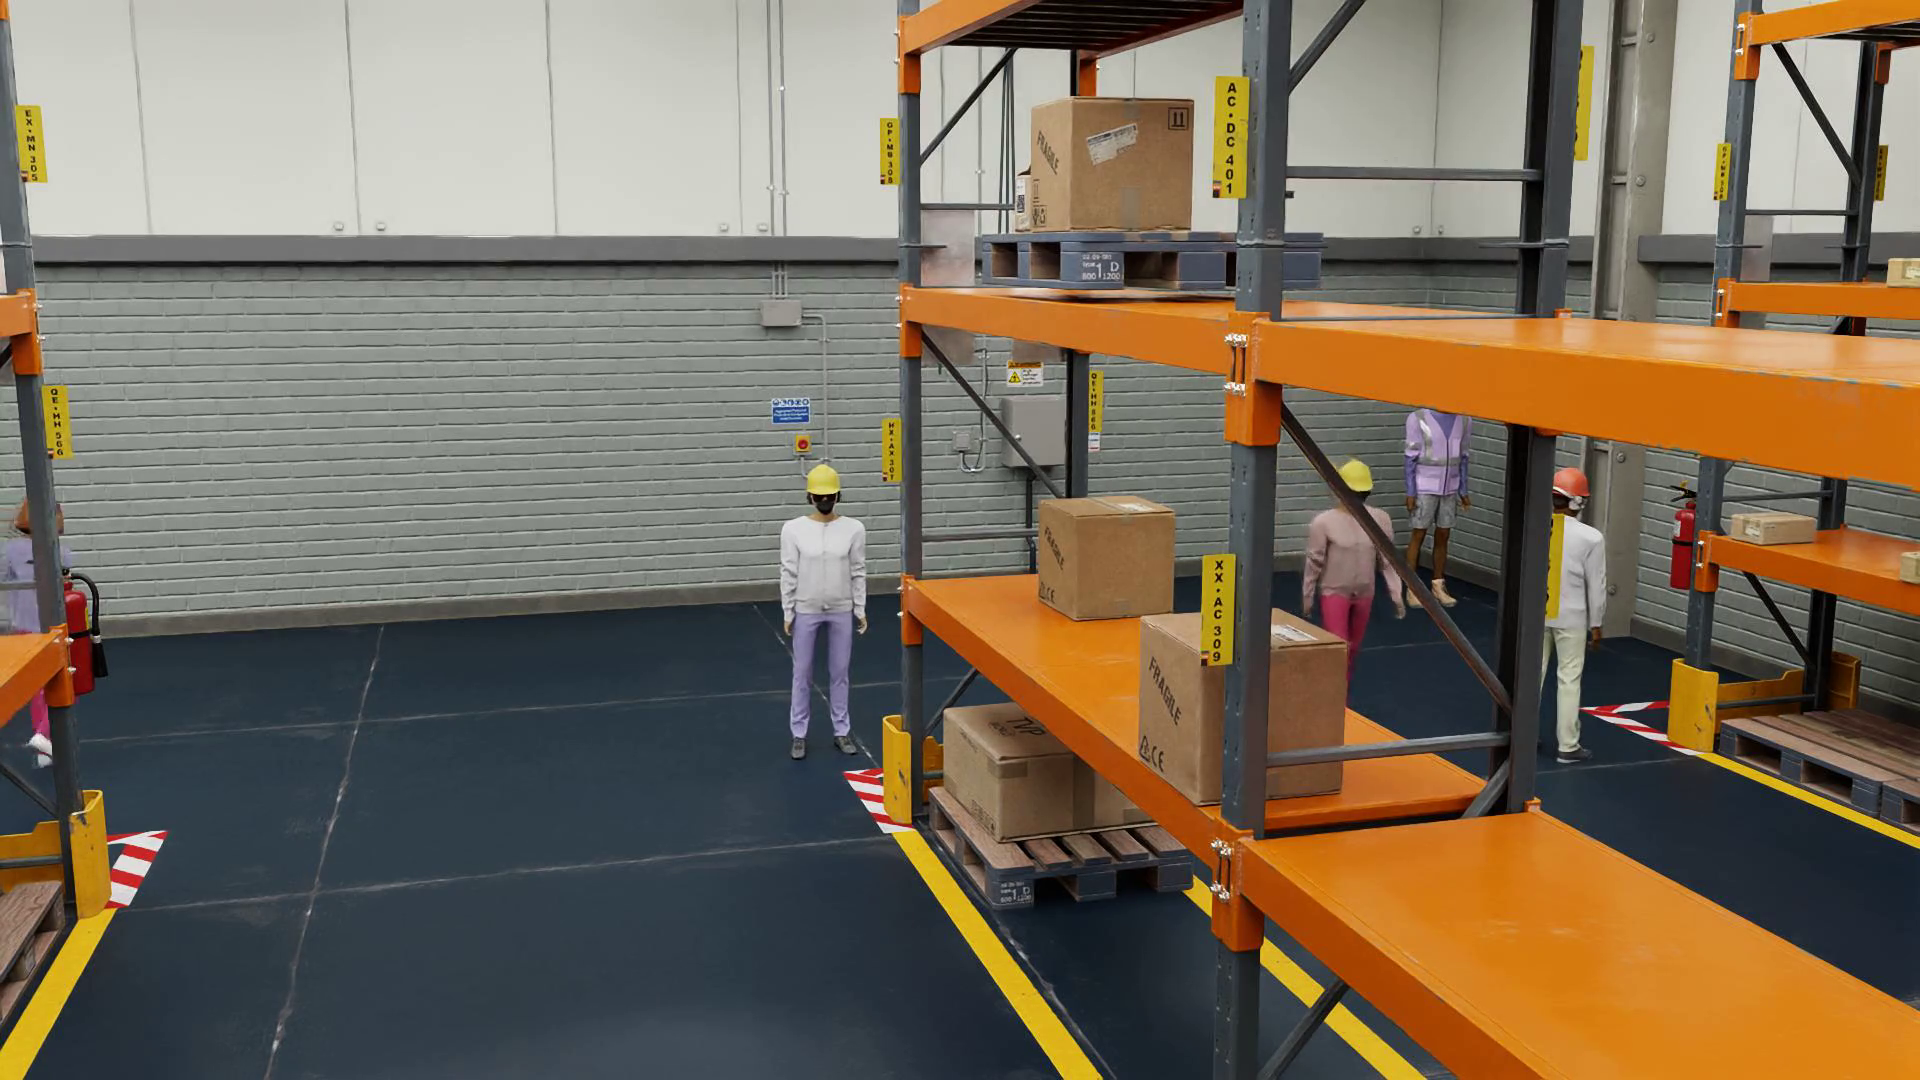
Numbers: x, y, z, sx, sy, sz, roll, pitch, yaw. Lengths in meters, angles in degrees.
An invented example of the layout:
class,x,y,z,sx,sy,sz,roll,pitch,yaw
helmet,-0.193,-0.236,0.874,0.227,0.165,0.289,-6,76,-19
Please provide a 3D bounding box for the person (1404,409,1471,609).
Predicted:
class,x,y,z,sx,sy,sz,roll,pitch,yaw
person,4.038,-0.436,14.046,0.605,2.045,0.385,-3,10,-14

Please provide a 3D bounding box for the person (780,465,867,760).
class,x,y,z,sx,sy,sz,roll,pitch,yaw
person,-0.810,0.426,9.922,0.523,1.769,0.321,-3,10,-14

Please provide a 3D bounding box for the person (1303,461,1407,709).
class,x,y,z,sx,sy,sz,roll,pitch,yaw
person,2.452,0.377,10.308,0.544,1.733,0.809,-2,10,-14

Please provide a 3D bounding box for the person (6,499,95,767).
class,x,y,z,sx,sy,sz,roll,pitch,yaw
person,-5.328,0.529,9.741,0.511,1.615,0.351,4,11,23

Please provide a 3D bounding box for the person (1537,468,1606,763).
class,x,y,z,sx,sy,sz,roll,pitch,yaw
person,3.566,0.439,9.895,0.344,1.747,0.572,-10,14,-44
